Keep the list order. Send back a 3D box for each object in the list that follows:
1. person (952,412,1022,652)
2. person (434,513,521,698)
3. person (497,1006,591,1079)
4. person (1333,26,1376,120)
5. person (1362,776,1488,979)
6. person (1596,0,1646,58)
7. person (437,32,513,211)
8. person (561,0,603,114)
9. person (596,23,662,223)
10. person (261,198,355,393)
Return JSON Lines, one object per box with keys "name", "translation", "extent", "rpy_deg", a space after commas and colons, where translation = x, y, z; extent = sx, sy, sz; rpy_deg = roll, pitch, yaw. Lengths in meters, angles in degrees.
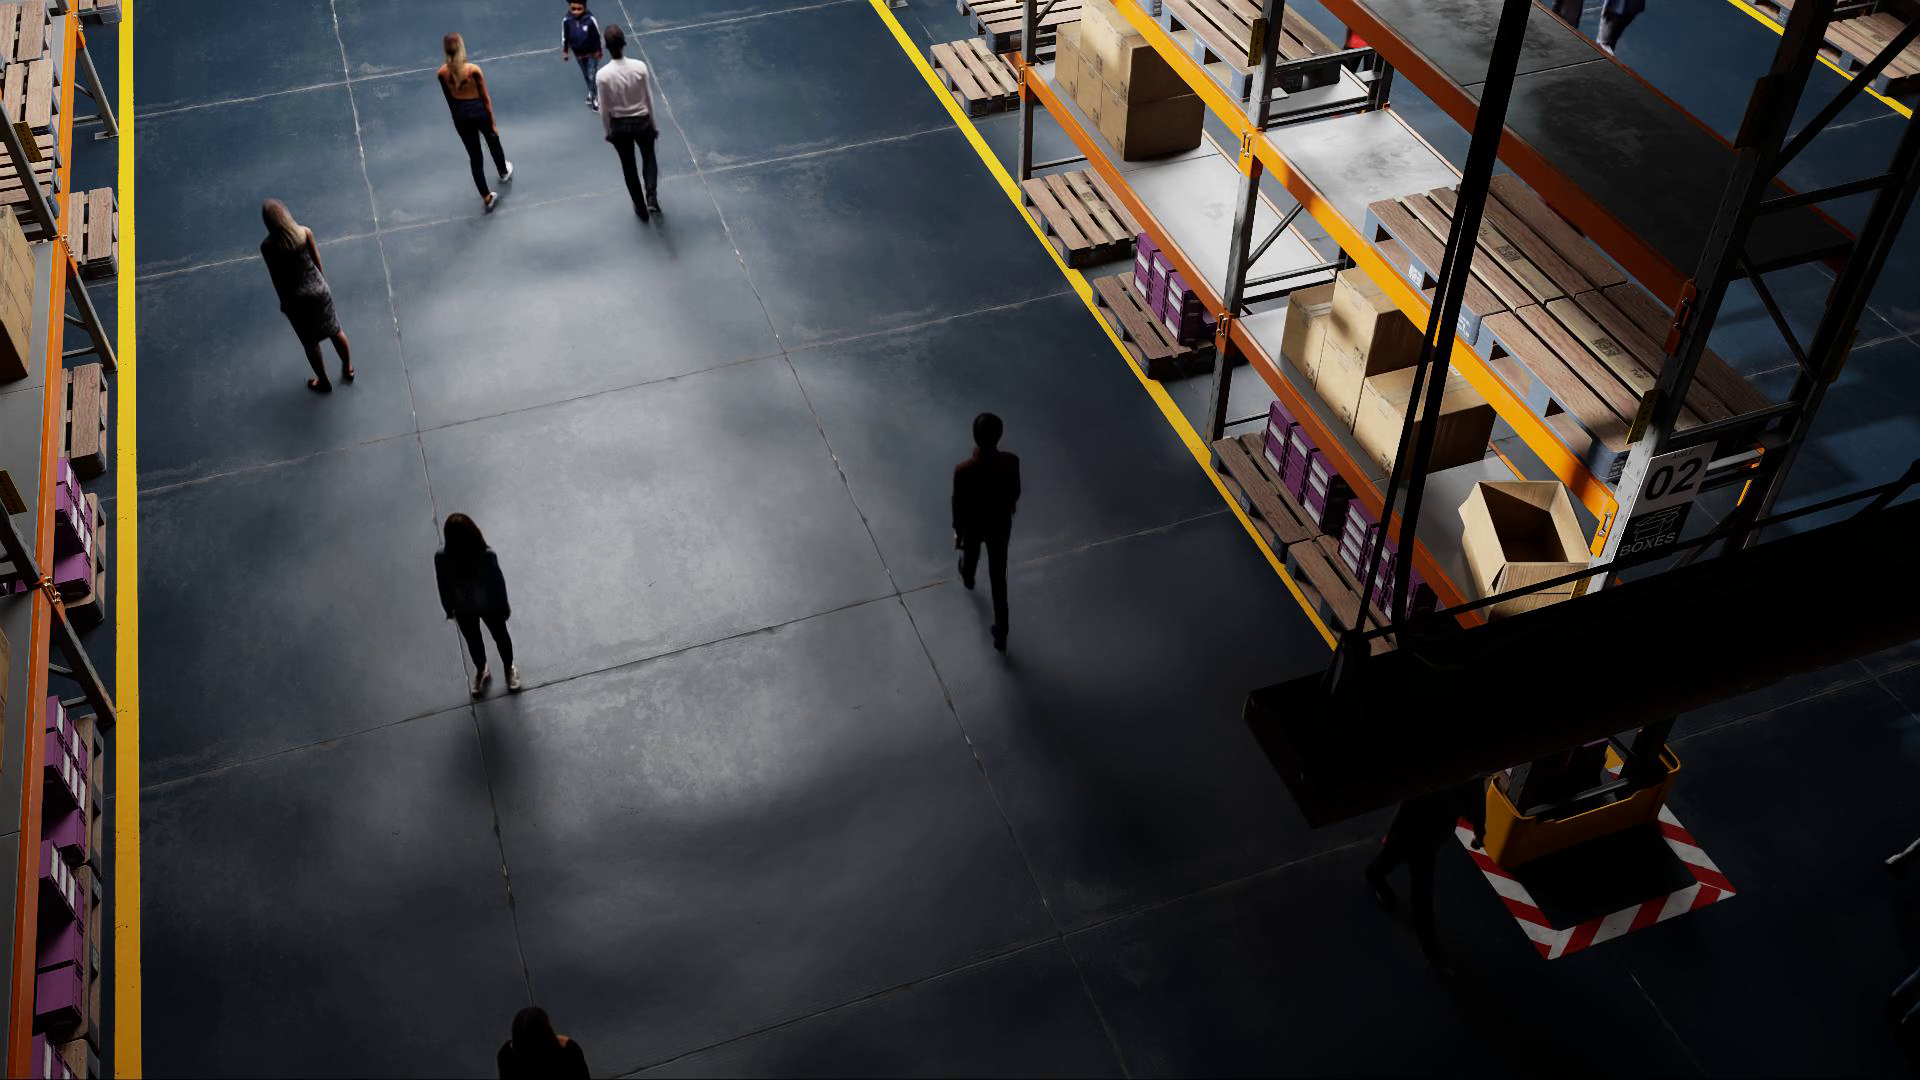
{"name": "person", "translation": [0.211, -0.027, 10.995], "extent": [0.736, 1.732, 1.184], "rpy_deg": [-10, 44, -10]}
{"name": "person", "translation": [-3.111, 0.404, 10.727], "extent": [0.607, 1.477, 0.565], "rpy_deg": [-5, 44, -5]}
{"name": "person", "translation": [-1.970, 2.765, 8.104], "extent": [0.593, 1.676, 0.544], "rpy_deg": [-3, 44, -4]}
{"name": "person", "translation": [3.891, -4.753, 15.982], "extent": [0.649, 1.695, 0.623], "rpy_deg": [-2, 44, -2]}
{"name": "person", "translation": [2.571, 1.565, 9.326], "extent": [0.768, 1.728, 1.119], "rpy_deg": [-18, 46, -18]}
{"name": "person", "translation": [6.580, -5.266, 16.393], "extent": [0.688, 1.871, 0.999], "rpy_deg": [-11, 45, -11]}
{"name": "person", "translation": [-4.413, -3.724, 14.971], "extent": [0.788, 1.599, 1.016], "rpy_deg": [1, 44, 1]}
{"name": "person", "translation": [-3.710, -4.902, 16.490], "extent": [0.666, 1.211, 0.730], "rpy_deg": [8, 44, 9]}
{"name": "person", "translation": [-2.885, -3.604, 14.657], "extent": [0.643, 1.859, 0.676], "rpy_deg": [-12, 45, -13]}
{"name": "person", "translation": [-5.110, -1.902, 12.984], "extent": [0.632, 1.702, 0.617], "rpy_deg": [-31, 52, -29]}
